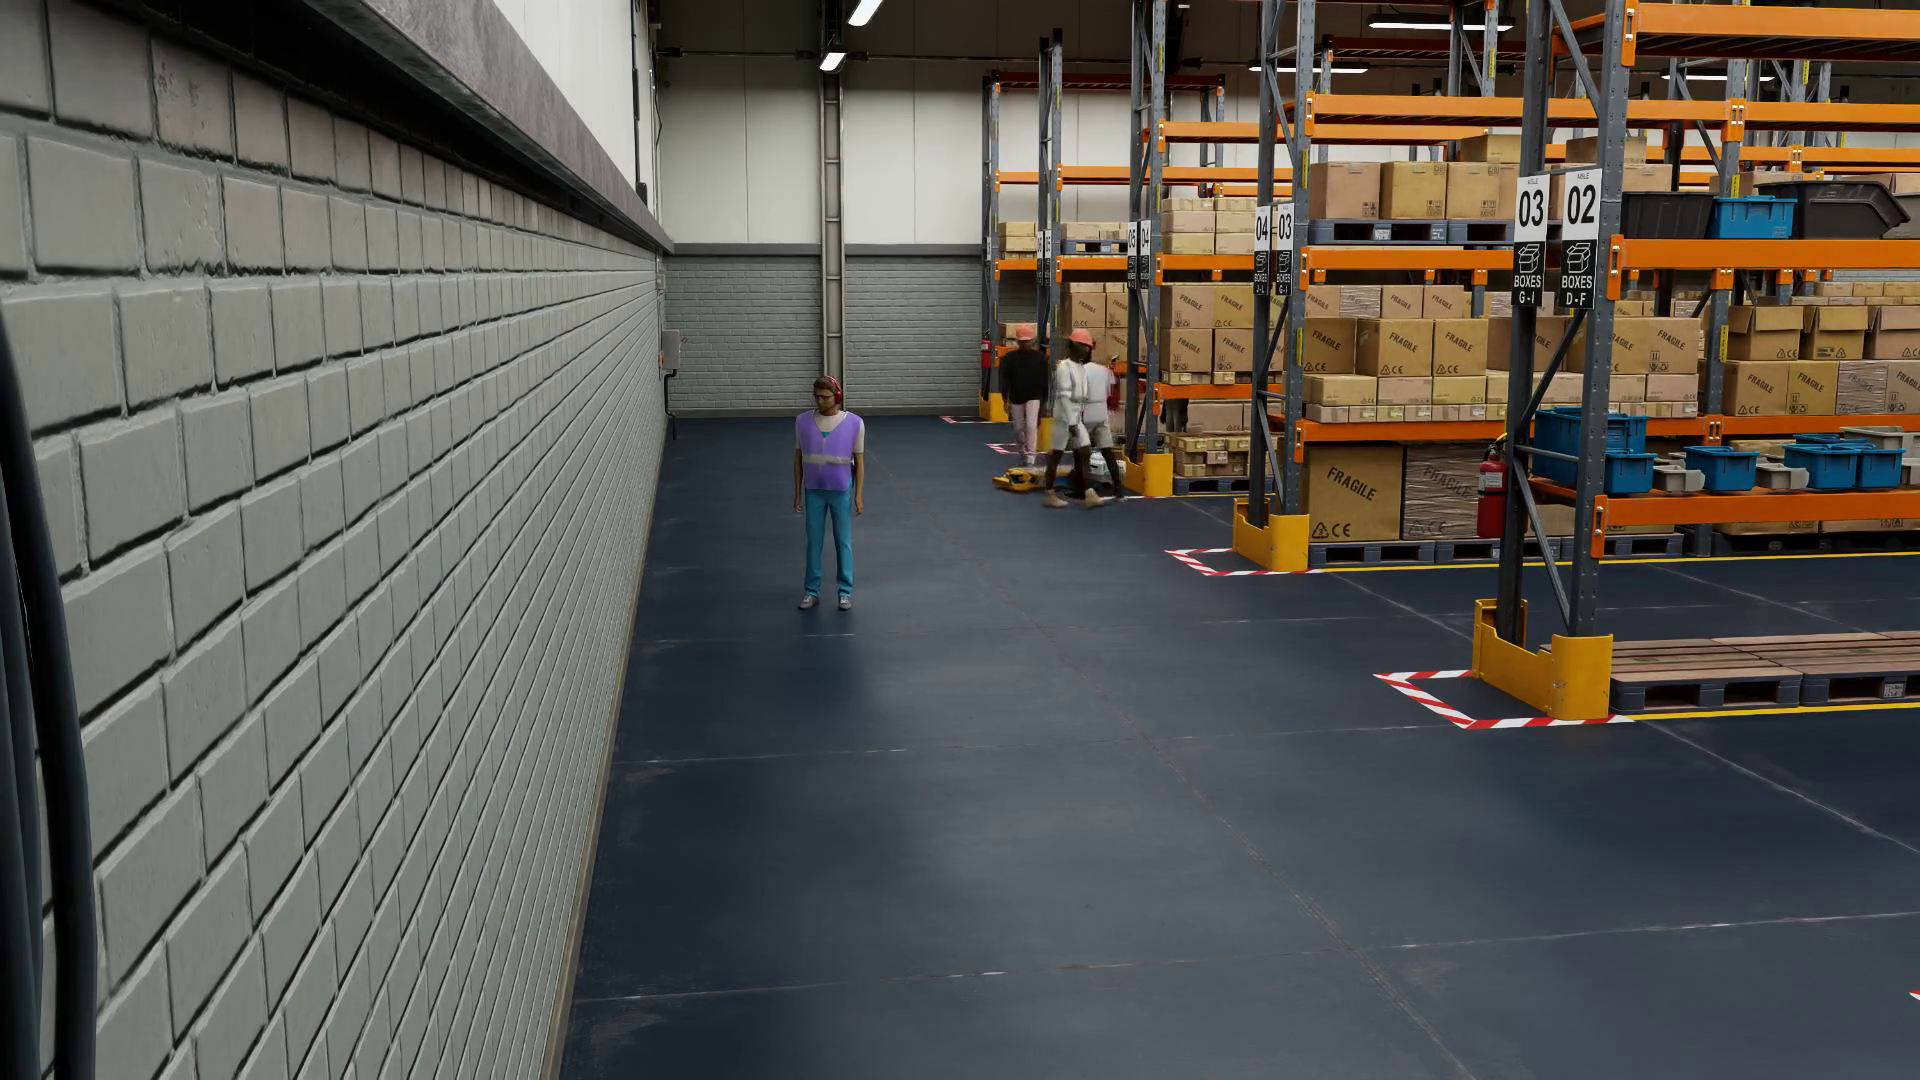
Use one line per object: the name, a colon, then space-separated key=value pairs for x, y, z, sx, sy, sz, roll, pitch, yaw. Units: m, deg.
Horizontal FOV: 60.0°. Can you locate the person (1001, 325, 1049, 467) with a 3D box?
person: x=0.870 y=-1.912 z=22.258 sx=0.645 sy=1.953 sz=0.904 roll=1 pitch=9 yaw=9

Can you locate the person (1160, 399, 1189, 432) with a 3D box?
person: x=2.657 y=-1.608 z=20.637 sx=0.332 sy=1.860 sz=0.511 roll=-4 pitch=10 yaw=-25

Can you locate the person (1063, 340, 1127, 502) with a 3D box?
person: x=1.559 y=-1.370 z=19.100 sx=0.653 sy=1.937 sz=0.717 roll=-7 pitch=12 yaw=-37

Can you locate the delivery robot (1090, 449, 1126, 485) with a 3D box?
delivery robot: x=1.673 y=-0.866 z=19.771 sx=0.477 sy=0.478 sz=0.707 roll=-5 pitch=10 yaw=-26

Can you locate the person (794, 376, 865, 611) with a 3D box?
person: x=-1.022 y=-0.366 z=13.032 sx=0.564 sy=1.837 sz=0.388 roll=1 pitch=9 yaw=9

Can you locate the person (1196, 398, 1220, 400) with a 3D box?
person: x=4.261 y=-2.789 z=27.745 sx=0.852 sy=1.904 sz=0.667 roll=-1 pitch=9 yaw=-4

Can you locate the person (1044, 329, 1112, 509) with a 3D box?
person: x=1.315 y=-1.320 z=18.410 sx=0.911 sy=1.996 sz=0.661 roll=6 pitch=11 yaw=32

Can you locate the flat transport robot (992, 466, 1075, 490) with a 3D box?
flat transport robot: x=1.180 y=-0.775 z=20.373 sx=1.431 sy=0.197 sz=0.652 roll=-4 pitch=10 yaw=-21
